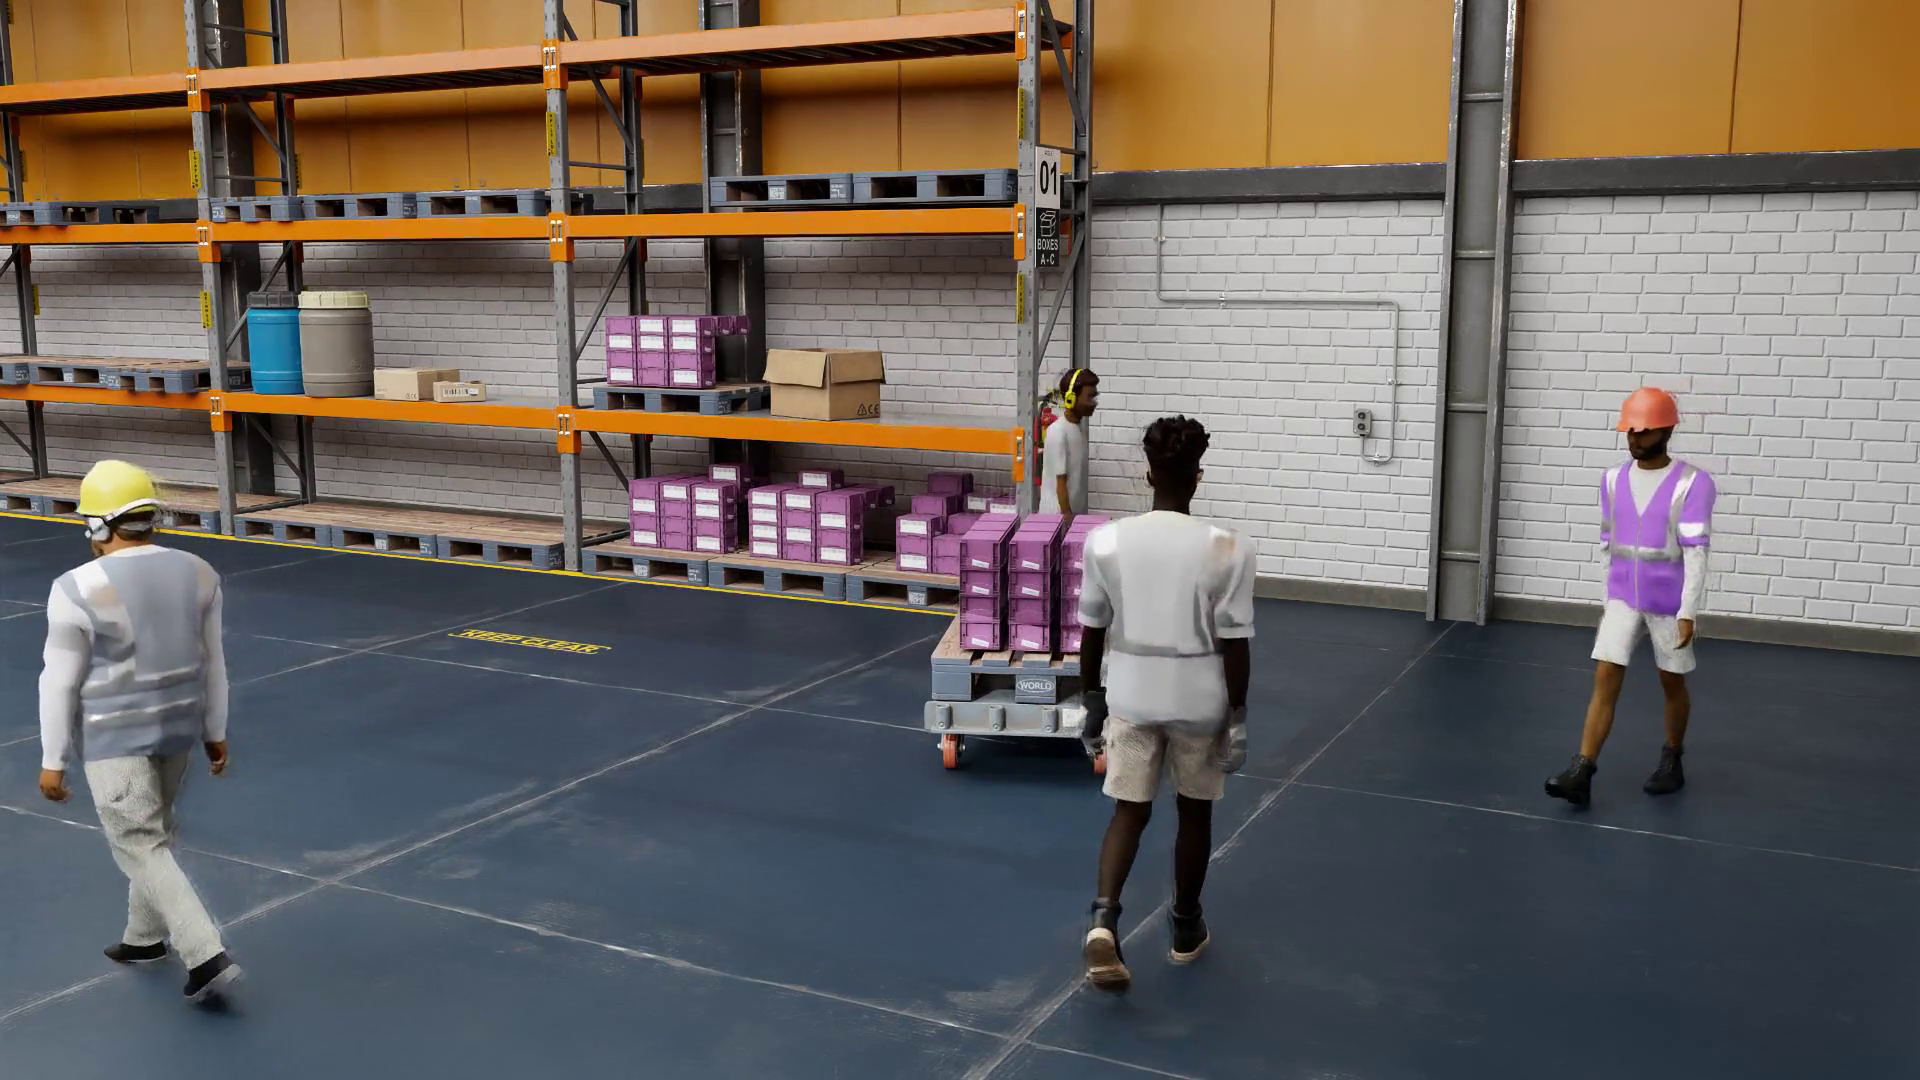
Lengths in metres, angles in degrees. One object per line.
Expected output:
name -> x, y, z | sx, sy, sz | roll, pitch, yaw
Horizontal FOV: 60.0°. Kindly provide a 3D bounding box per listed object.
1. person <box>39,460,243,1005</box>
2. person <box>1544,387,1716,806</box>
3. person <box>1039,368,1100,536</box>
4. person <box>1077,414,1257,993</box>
person -> -2.673, 0.639, 5.495 | 0.827, 1.811, 0.597 | 4, 10, 25
person -> 3.048, 0.269, 7.443 | 0.980, 1.883, 0.571 | -8, 12, -41
person -> 0.687, -0.093, 9.834 | 0.552, 1.841, 0.538 | 3, 10, 21
person -> 0.669, 0.550, 5.569 | 0.610, 1.944, 0.798 | 4, 10, 22
